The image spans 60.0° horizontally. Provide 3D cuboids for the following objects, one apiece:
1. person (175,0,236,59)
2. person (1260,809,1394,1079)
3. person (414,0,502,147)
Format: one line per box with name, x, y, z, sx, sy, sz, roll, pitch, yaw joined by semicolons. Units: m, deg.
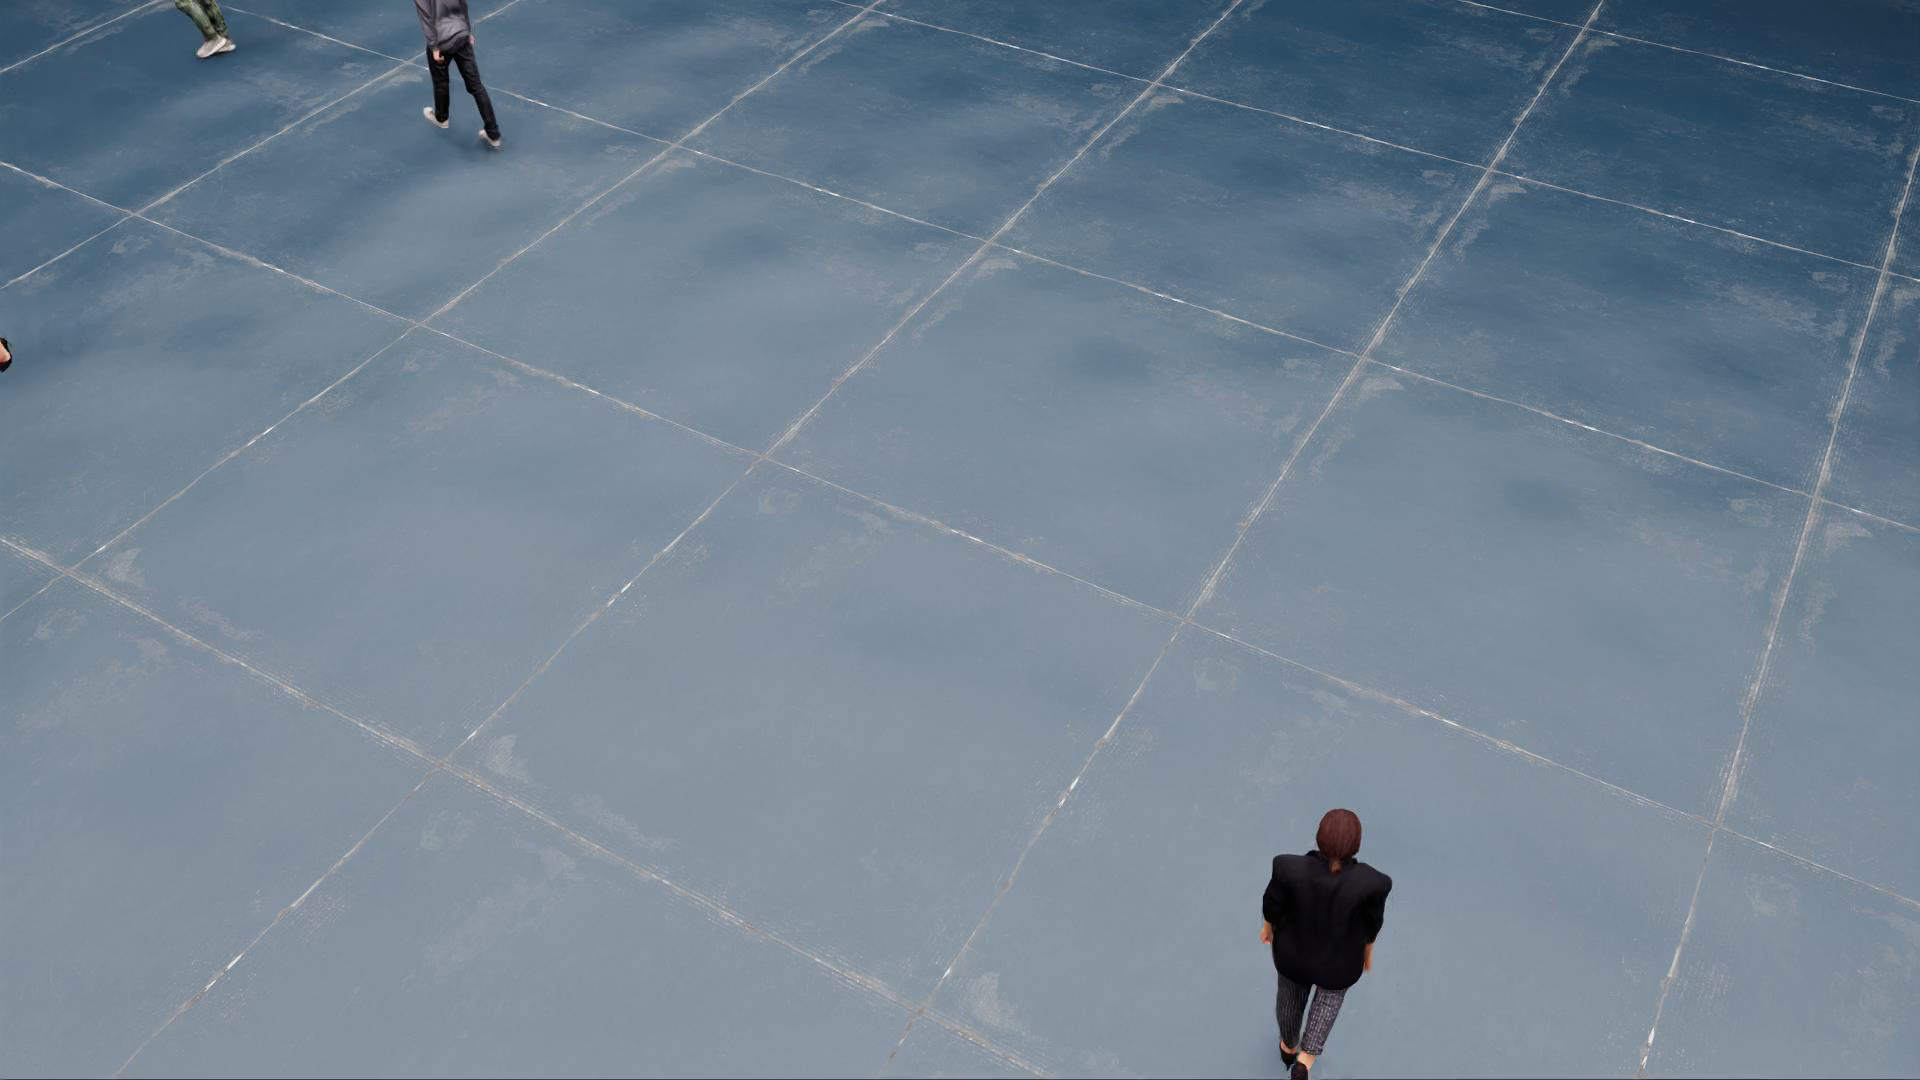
person;-6.677;-5.062;14.575;0.748;1.647;0.712;-23;47;-24
person;1.491;1.797;6.978;0.746;1.708;0.791;11;43;12
person;-4.053;-3.959;13.318;0.827;1.704;1.083;31;50;29
